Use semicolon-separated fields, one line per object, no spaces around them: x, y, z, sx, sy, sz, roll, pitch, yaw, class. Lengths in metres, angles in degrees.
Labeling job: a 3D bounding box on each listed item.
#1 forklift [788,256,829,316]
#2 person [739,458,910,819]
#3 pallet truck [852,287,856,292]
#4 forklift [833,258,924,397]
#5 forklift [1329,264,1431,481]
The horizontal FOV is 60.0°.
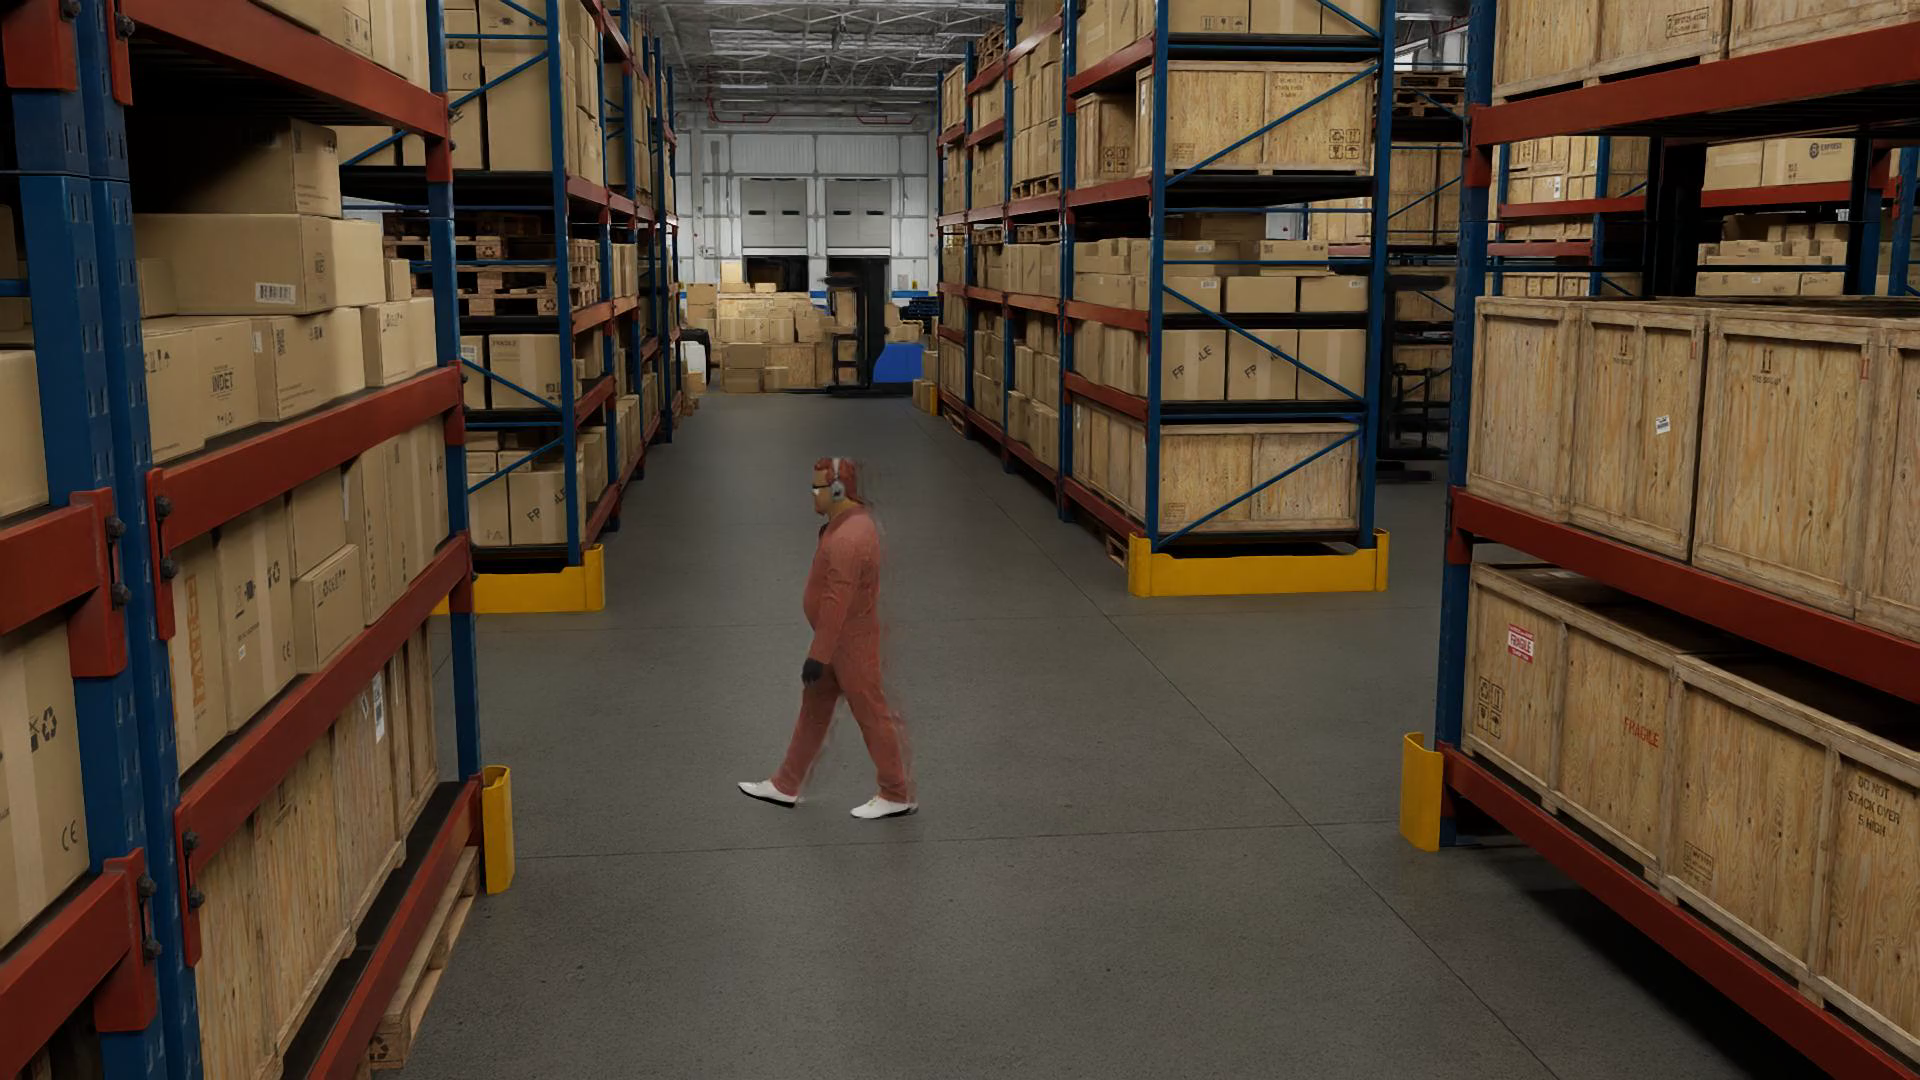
-5.680;-8.637;58.848;1.873;2.768;1.129;4;11;24;forklift
-0.696;0.517;8.477;0.947;1.862;0.663;-1;10;-5;person
-3.782;-9.391;65.808;1.885;1.965;0.823;2;10;10;pallet truck
-1.699;-4.355;33.920;1.873;2.768;1.129;-1;10;-7;forklift
4.977;-2.179;21.250;1.873;2.768;1.129;-1;10;-4;forklift
